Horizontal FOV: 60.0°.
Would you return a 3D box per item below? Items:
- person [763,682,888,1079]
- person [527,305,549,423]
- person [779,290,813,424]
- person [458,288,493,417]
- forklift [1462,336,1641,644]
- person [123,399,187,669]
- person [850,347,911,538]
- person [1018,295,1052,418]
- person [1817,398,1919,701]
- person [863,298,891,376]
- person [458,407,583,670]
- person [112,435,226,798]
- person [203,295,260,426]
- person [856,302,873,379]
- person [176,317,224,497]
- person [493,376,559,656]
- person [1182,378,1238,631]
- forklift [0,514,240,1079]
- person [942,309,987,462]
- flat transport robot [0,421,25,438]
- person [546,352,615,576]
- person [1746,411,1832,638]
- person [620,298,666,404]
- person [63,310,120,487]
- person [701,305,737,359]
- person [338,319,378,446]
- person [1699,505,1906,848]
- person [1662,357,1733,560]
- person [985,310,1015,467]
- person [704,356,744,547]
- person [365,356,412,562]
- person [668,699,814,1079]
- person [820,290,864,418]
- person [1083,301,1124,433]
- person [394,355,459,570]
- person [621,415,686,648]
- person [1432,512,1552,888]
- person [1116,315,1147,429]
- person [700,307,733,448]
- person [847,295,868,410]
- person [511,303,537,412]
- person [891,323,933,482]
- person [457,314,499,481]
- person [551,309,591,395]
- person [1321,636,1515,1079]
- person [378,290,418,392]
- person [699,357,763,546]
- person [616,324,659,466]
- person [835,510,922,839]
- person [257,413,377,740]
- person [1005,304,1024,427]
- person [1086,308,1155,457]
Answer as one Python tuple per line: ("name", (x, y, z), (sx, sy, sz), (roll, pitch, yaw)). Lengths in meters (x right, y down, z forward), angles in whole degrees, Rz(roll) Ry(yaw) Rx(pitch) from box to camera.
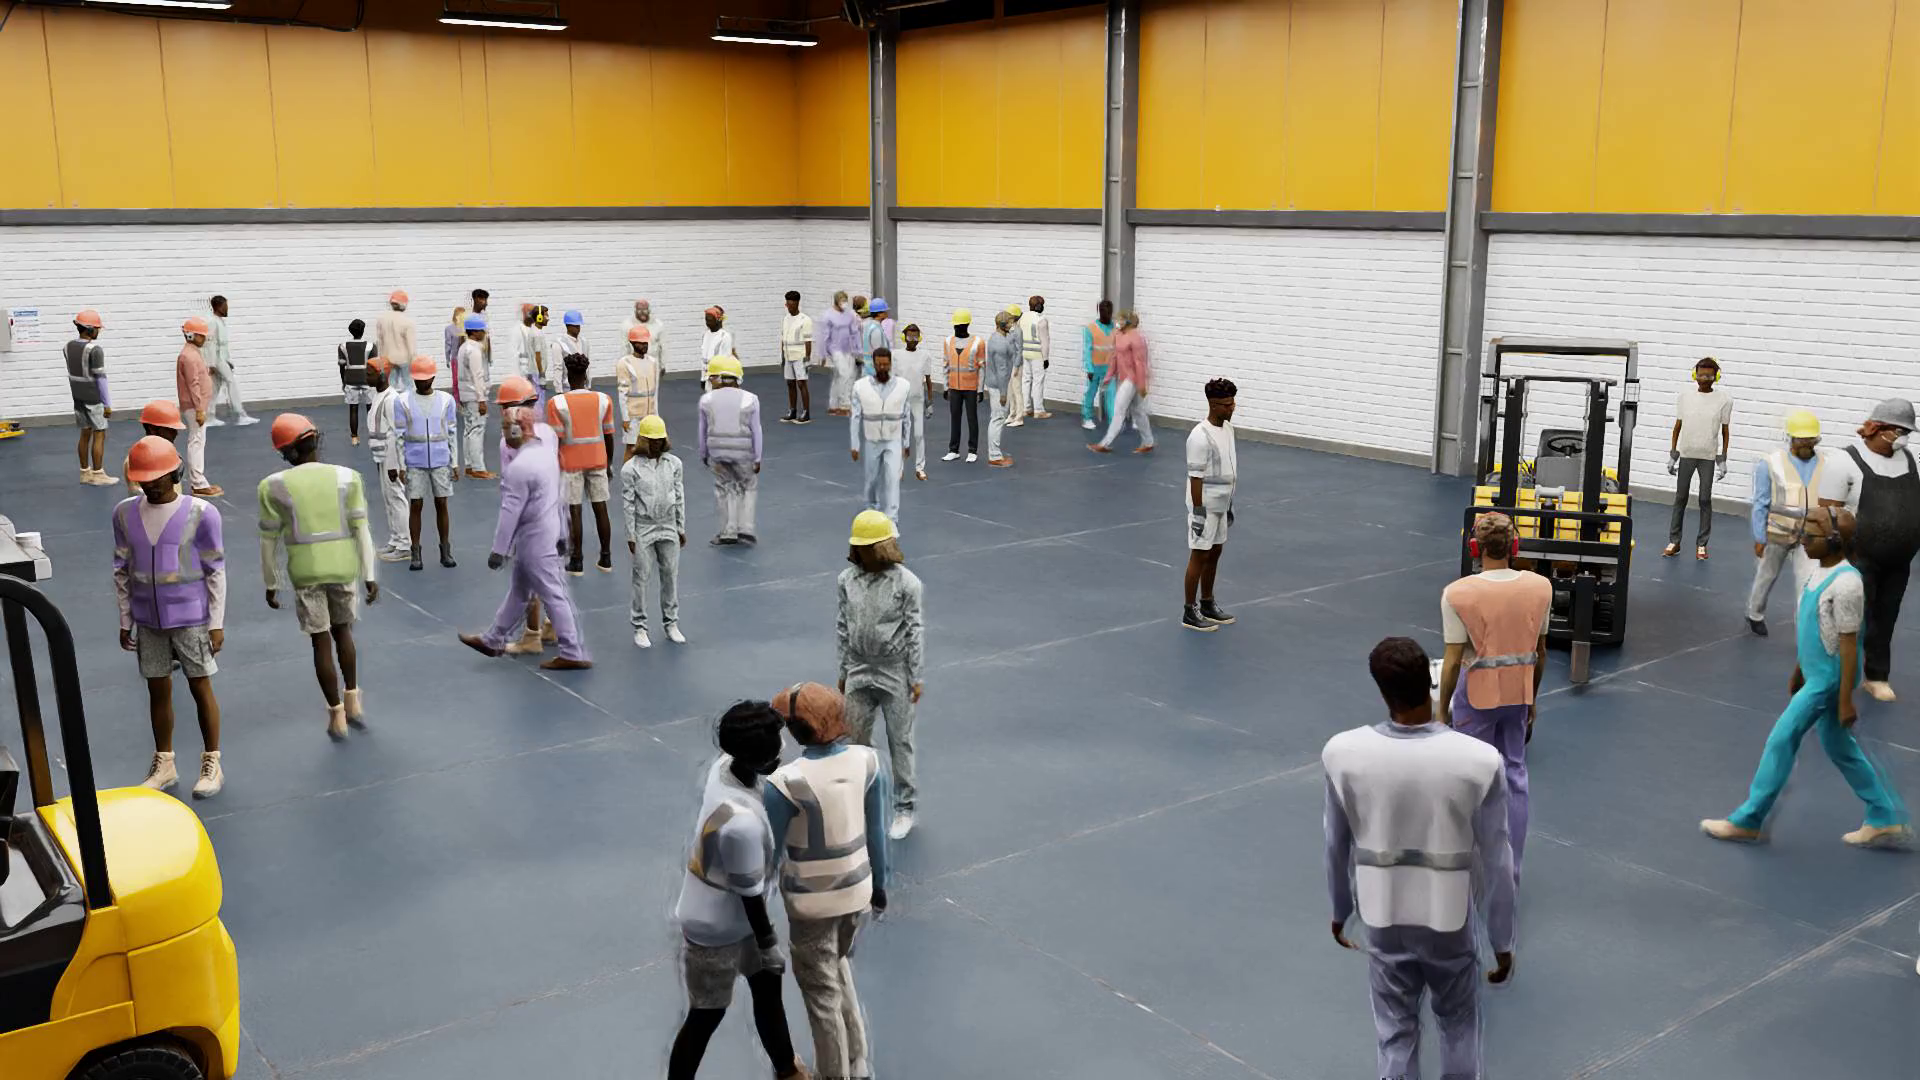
("person", (-0.505, 1.297, 5.983), (0.407, 1.620, 0.520), (10, 15, 40))
("person", (-5.666, -2.230, 22.453), (0.325, 1.862, 0.511), (-3, 12, -16))
("person", (-2.412, -2.685, 24.418), (0.611, 1.957, 0.374), (11, 16, 42))
("person", (-7.259, -2.799, 24.983), (0.418, 1.944, 0.651), (5, 13, 21))
("forklift", (4.683, -0.471, 13.136), (1.214, 2.155, 2.313), (4, 12, 20))
("person", (-5.600, -0.035, 11.721), (0.418, 1.920, 0.545), (1, 12, 5))
("person", (-0.793, -1.004, 16.511), (0.604, 1.880, 0.900), (-2, 12, -9))
("person", (1.142, -2.756, 25.030), (0.429, 1.842, 0.637), (-8, 14, -35))
("person", (6.055, 0.049, 10.998), (0.703, 2.000, 0.549), (-2, 12, -8))
("person", (-1.118, -2.296, 22.541), (0.377, 1.950, 0.612), (-2, 12, -9))
("person", (-3.129, 0.002, 11.656), (0.990, 1.859, 0.657), (0, 12, -1))
("person", (-4.358, 0.429, 9.177), (0.606, 2.037, 0.382), (0, 12, 0))
("person", (-10.612, -2.591, 24.119), (0.882, 1.881, 0.627), (-4, 12, -18))
("person", (-1.434, -2.851, 25.789), (0.368, 1.724, 0.527), (2, 12, 11))
("person", (-8.466, -1.475, 18.497), (0.401, 1.984, 0.612), (-5, 13, -24))
("person", (-3.151, -0.175, 12.107), (0.423, 2.035, 0.614), (4, 12, 17))
("person", (1.935, -0.277, 12.790), (0.386, 1.958, 0.599), (7, 14, 32))
("forklift", (-3.687, 1.115, 5.480), (2.313, 2.155, 1.214), (-9, 15, -36))
("person", (0.045, -1.933, 20.852), (0.589, 1.924, 0.384), (6, 13, 26))
("flat transport robot", (-13.734, -1.520, 22.873), (1.431, 0.197, 0.652), (2, 12, 11))
("person", (-3.325, -0.664, 14.622), (0.609, 1.964, 0.367), (-7, 14, -32))
("person", (6.123, -0.077, 12.244), (0.594, 1.786, 0.958), (1, 12, 7))
("person", (-4.569, -2.559, 24.001), (0.657, 1.882, 0.686), (-3, 12, -13))
("person", (-9.970, -1.625, 19.117), (0.617, 2.030, 0.409), (6, 13, 28))
("person", (-3.299, -2.322, 22.948), (0.519, 1.843, 0.741), (0, 12, 0))
("person", (-7.988, -2.091, 22.168), (0.540, 1.695, 0.316), (-2, 12, -8))
("person", (4.391, 0.705, 8.444), (0.977, 1.797, 0.526), (4, 12, 17))
("person", (6.782, -0.750, 15.275), (0.521, 1.870, 0.328), (8, 14, 32))
("person", (0.497, -1.861, 20.506), (0.368, 1.932, 0.622), (-1, 12, -5))
("person", (-2.231, -0.847, 15.872), (0.403, 1.818, 0.600), (0, 12, 1))
("person", (-5.231, -0.742, 15.233), (0.351, 1.878, 0.569), (-6, 13, -26))
("person", (-0.728, 1.321, 5.808), (0.746, 1.645, 0.570), (-1, 12, -3))
("person", (-1.730, -2.787, 25.007), (0.796, 1.901, 0.621), (8, 14, 34))
("person", (2.015, -2.452, 23.520), (0.602, 1.862, 1.026), (-5, 13, -22))
("person", (-4.749, -0.693, 14.855), (0.542, 1.929, 0.374), (-5, 13, -24))
("person", (-2.251, -0.066, 12.302), (0.480, 1.733, 0.338), (-8, 14, -35))
("person", (2.529, 0.785, 7.936), (0.563, 1.839, 0.394), (-3, 12, -14))
("person", (2.438, -2.402, 23.813), (0.521, 1.639, 0.308), (7, 14, 31))
("person", (-3.204, -2.119, 21.870), (0.358, 1.879, 0.586), (-11, 16, -43))
("person", (-1.614, -2.896, 25.821), (0.586, 1.798, 0.652), (4, 12, 19))
("person", (-5.923, -2.289, 22.743), (0.343, 1.861, 0.663), (4, 12, 17))
("person", (-0.570, -1.602, 19.434), (0.509, 1.858, 0.342), (-1, 12, -7))
("person", (-5.685, -1.675, 19.549), (0.405, 1.946, 0.609), (-7, 13, -29))
("person", (-4.733, -1.854, 20.415), (0.406, 1.945, 0.613), (7, 13, 30))
("person", (1.504, 1.260, 5.544), (0.639, 1.882, 0.530), (4, 12, 18))
("person", (-8.112, -2.594, 23.930), (0.640, 1.977, 0.644), (4, 12, 17))
("person", (-2.165, -0.817, 15.722), (0.628, 1.823, 0.417), (1, 12, 6))
("person", (-3.483, -1.386, 18.176), (0.374, 1.939, 0.545), (9, 15, 36))
("person", (-0.436, 0.695, 8.625), (0.488, 1.736, 0.317), (5, 13, 22))
("person", (-3.961, 0.219, 10.274), (0.623, 1.992, 0.687), (-7, 14, -32))
("person", (0.764, -2.529, 24.108), (0.302, 1.772, 0.525), (-4, 12, -17))
("person", (2.101, -2.016, 21.335), (0.993, 1.887, 0.640), (-2, 12, -11))
